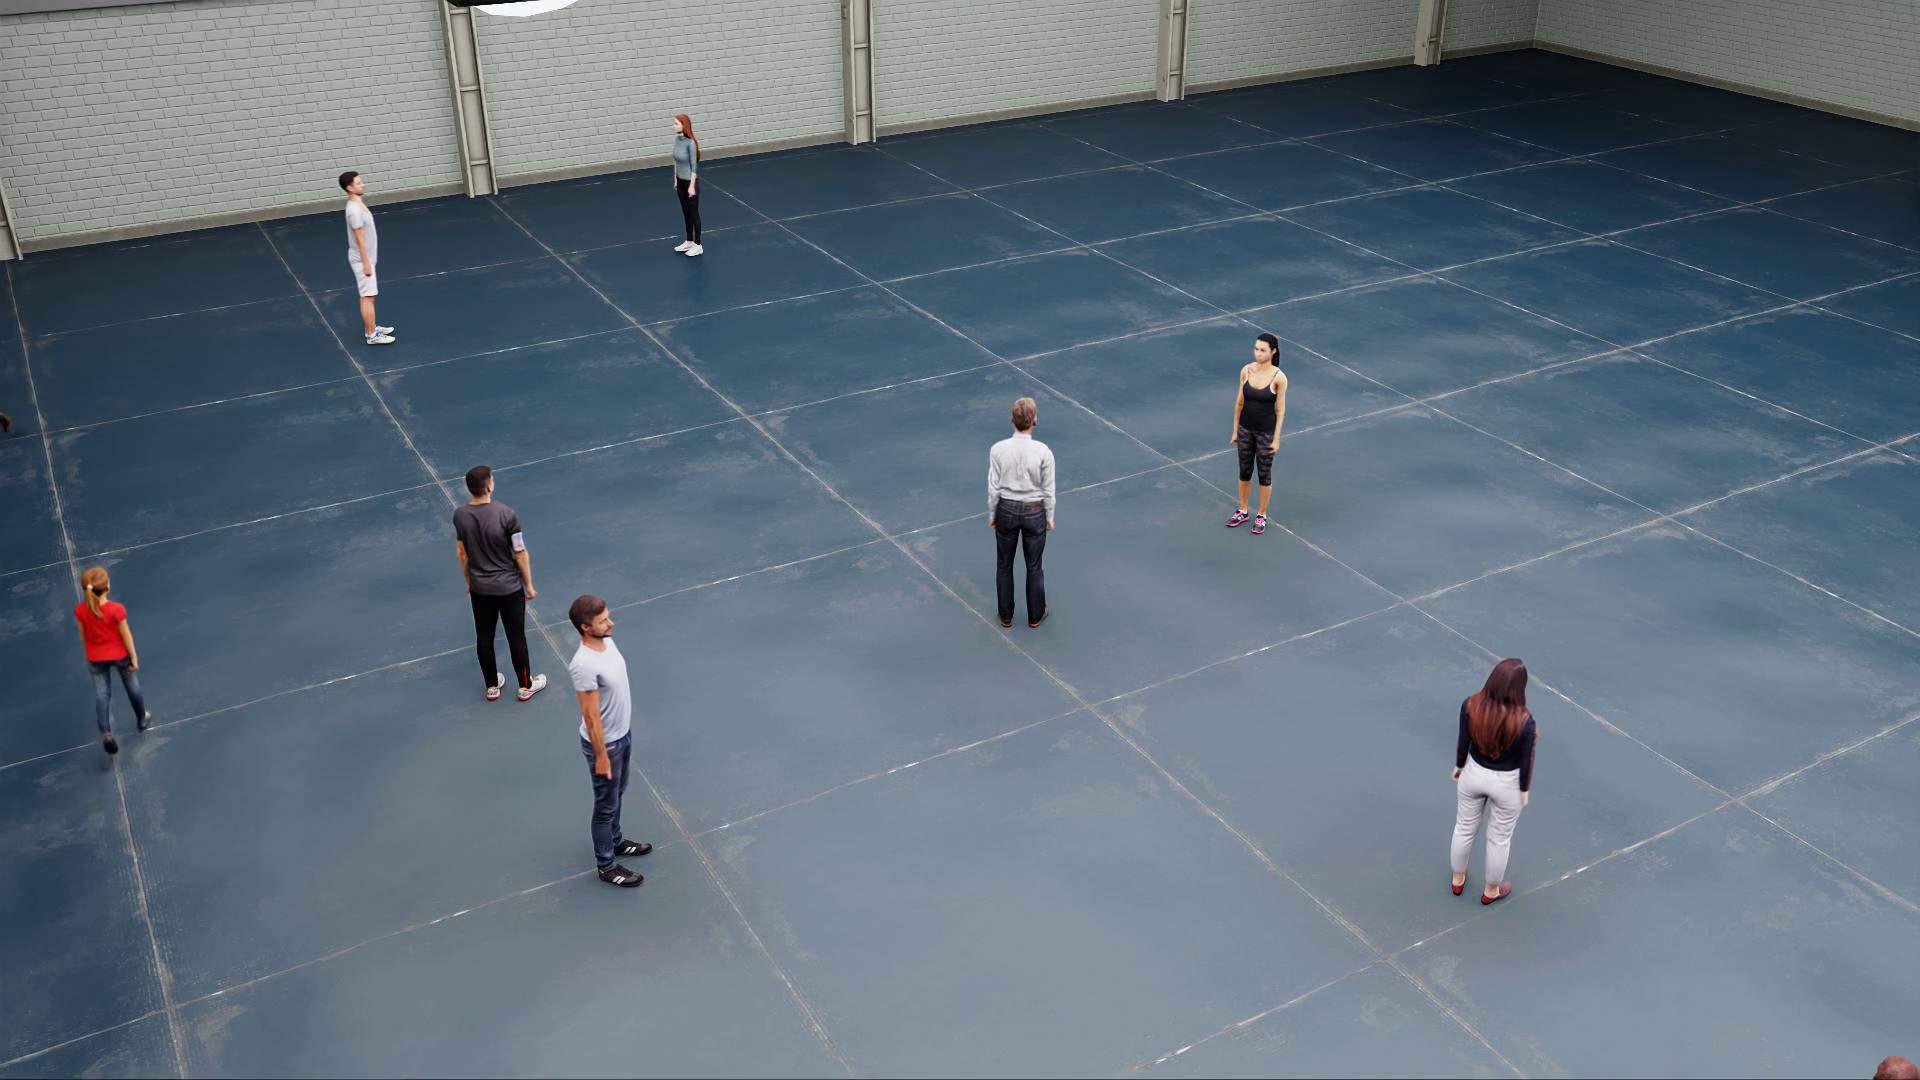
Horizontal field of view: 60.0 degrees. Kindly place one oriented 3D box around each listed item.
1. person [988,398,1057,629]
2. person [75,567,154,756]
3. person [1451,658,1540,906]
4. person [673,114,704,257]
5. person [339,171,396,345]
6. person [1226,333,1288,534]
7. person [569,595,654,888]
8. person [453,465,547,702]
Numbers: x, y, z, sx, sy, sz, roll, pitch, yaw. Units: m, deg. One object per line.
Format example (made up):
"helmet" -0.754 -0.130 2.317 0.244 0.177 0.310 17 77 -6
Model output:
"person" 0.450 -0.202 12.366 0.706 1.819 0.799 3 27 6
"person" -5.644 0.801 10.993 0.809 1.291 0.682 -6 28 -11
"person" 3.056 1.373 9.536 0.675 1.608 0.660 19 33 32
"person" -3.378 -4.406 20.612 0.584 1.743 0.605 -20 33 -34
"person" -6.399 -3.035 17.828 0.654 1.855 0.725 -8 28 -15
"person" 2.482 -0.895 13.809 0.656 1.729 0.666 17 32 30
"person" -2.071 1.148 9.692 0.720 1.866 0.719 1 27 1
"person" -3.200 0.304 11.441 0.683 1.764 0.782 3 27 6
